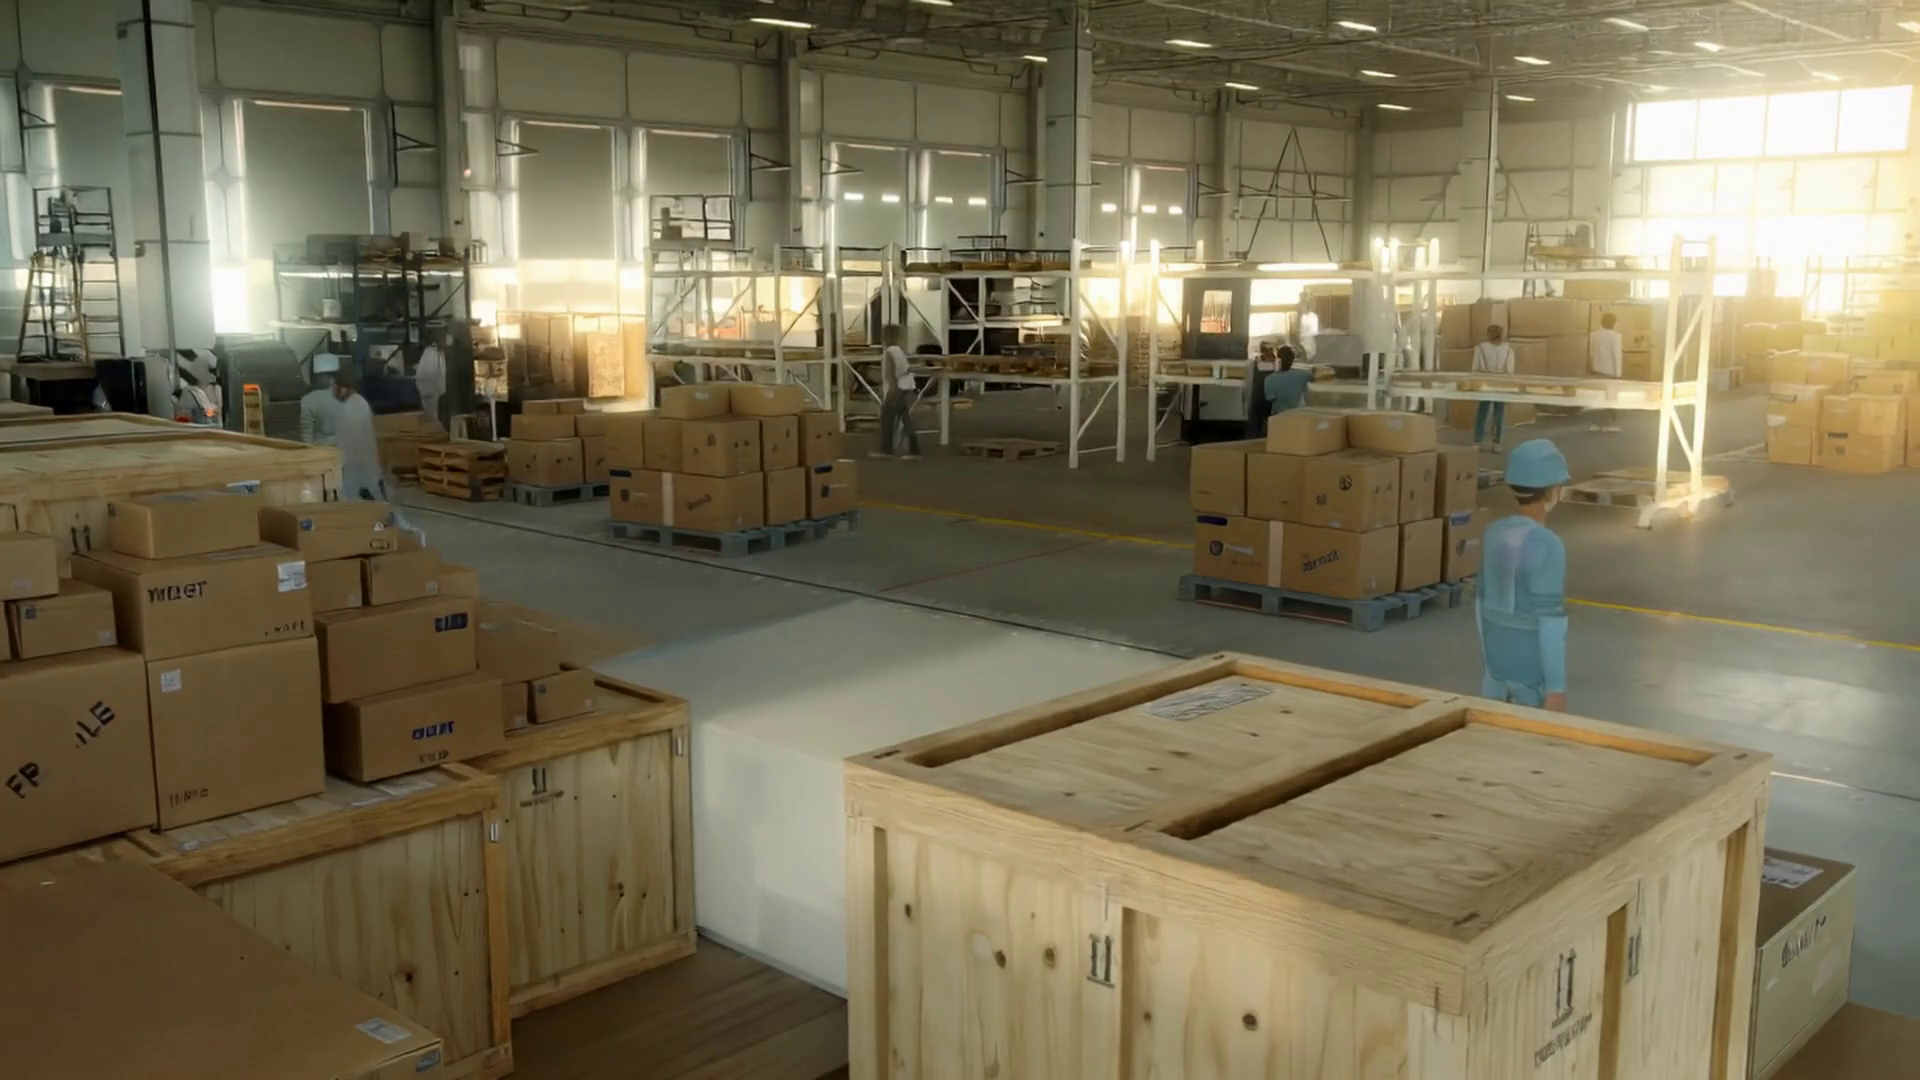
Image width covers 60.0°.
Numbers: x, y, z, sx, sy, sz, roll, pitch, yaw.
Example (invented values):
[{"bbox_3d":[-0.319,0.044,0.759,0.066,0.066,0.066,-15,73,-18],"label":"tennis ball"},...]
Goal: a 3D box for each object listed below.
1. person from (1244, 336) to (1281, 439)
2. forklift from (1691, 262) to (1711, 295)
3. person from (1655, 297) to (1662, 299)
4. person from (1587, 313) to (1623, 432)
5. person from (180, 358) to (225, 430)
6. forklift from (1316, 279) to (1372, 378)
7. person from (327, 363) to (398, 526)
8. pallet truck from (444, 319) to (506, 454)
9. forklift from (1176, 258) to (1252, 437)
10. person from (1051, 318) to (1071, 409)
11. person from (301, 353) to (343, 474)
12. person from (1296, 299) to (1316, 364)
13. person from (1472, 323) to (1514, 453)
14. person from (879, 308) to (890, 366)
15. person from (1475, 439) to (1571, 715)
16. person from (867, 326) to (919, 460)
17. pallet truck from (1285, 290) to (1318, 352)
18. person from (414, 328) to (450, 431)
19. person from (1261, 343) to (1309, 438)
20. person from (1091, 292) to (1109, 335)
[{"bbox_3d":[3.827,-1.643,20.851,0.528,1.834,0.362,3,10,18],"label":"person"},{"bbox_3d":[19.903,-6.087,44.868,1.873,2.768,1.129,3,10,17],"label":"forklift"},{"bbox_3d":[18.324,-5.418,43.666,0.628,1.931,0.358,-6,11,-33],"label":"person"},{"bbox_3d":[10.548,-2.735,27.192,0.373,1.940,0.628,-6,11,-34],"label":"person"},{"bbox_3d":[-8.197,-1.130,18.083,0.318,1.700,0.535,4,10,24],"label":"person"},{"bbox_3d":[9.657,-5.290,39.979,1.873,2.768,1.129,-1,9,-7],"label":"forklift"},{"bbox_3d":[-4.947,-0.520,13.786,1.013,1.898,0.644,-2,10,-13],"label":"person"},{"bbox_3d":[-6.981,-1.942,22.150,1.885,1.965,0.823,1,9,9],"label":"pallet truck"},{"bbox_3d":[4.088,-3.101,26.559,1.129,2.768,1.873,1,9,5],"label":"forklift"},{"bbox_3d":[1.963,-3.337,31.508,0.486,1.738,0.320,-2,9,-13],"label":"person"},{"bbox_3d":[-5.549,-0.694,14.743,0.400,1.922,0.592,8,12,39],"label":"person"},{"bbox_3d":[8.511,-5.018,41.274,0.791,1.904,0.562,-3,10,-18],"label":"person"},{"bbox_3d":[7.684,-2.189,24.009,0.585,1.882,0.340,0,9,3],"label":"person"},{"bbox_3d":[-1.997,-5.348,44.165,0.312,1.633,0.520,1,9,5],"label":"person"},{"bbox_3d":[2.426,0.536,7.124,0.345,1.940,0.551,-2,10,-14],"label":"person"},{"bbox_3d":[-0.942,-2.047,23.198,0.865,1.855,0.635,3,10,20],"label":"person"},{"bbox_3d":[11.297,-6.951,52.861,1.885,1.965,0.823,-5,11,-29],"label":"pallet truck"},{"bbox_3d":[-7.545,-2.127,23.823,0.528,1.820,0.637,-3,10,-16],"label":"person"},{"bbox_3d":[3.448,-1.153,17.692,0.524,1.875,0.322,-1,9,-8],"label":"person"},{"bbox_3d":[4.342,-6.693,51.497,0.544,1.930,0.389,1,9,5],"label":"person"}]
